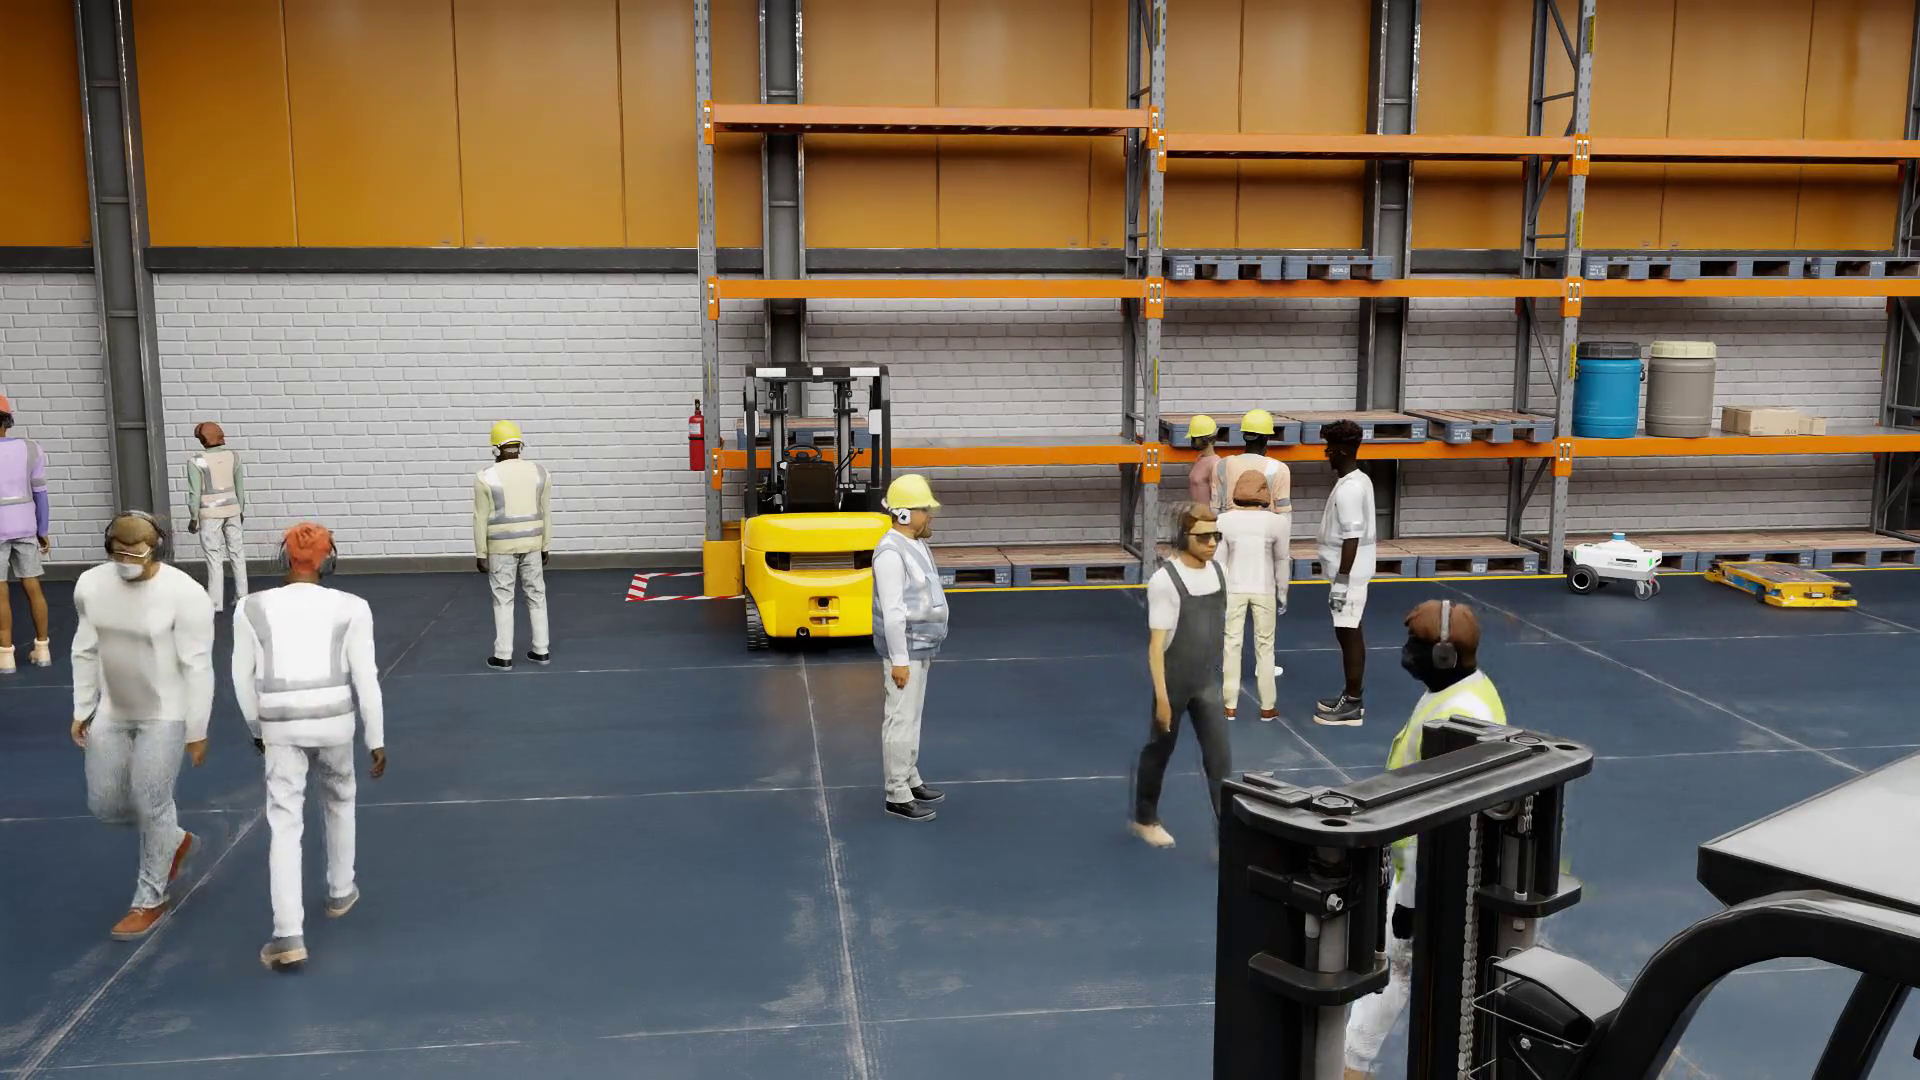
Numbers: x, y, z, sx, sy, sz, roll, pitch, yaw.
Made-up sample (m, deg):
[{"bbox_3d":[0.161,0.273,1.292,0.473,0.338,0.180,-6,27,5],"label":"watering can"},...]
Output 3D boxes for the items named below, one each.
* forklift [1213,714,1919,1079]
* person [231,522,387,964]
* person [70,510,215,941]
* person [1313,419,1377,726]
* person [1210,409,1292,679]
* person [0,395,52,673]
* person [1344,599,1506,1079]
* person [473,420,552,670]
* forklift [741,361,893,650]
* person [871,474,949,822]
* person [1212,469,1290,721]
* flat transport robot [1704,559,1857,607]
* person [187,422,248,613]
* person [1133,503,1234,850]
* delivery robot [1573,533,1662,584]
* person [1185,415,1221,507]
[{"bbox_3d":[1.441,1.425,2.350,1.214,2.155,2.313,-7,12,-39],"label":"forklift"},{"bbox_3d":[-2.804,0.846,7.165,0.602,1.832,0.921,-3,10,-19],"label":"person"},{"bbox_3d":[-3.541,0.779,7.289,0.717,1.899,0.555,2,9,11],"label":"person"},{"bbox_3d":[2.474,0.209,10.664,0.367,1.958,0.609,3,10,20],"label":"person"},{"bbox_3d":[2.086,0.028,11.903,0.594,1.924,0.382,5,10,29],"label":"person"},{"bbox_3d":[-6.942,-0.056,12.074,0.394,2.038,0.611,7,11,36],"label":"person"},{"bbox_3d":[1.477,1.094,5.594,0.848,1.811,0.654,2,9,15],"label":"person"},{"bbox_3d":[-3.275,0.037,12.183,0.591,1.823,0.404,-7,12,-39],"label":"person"},{"bbox_3d":[-1.154,-0.340,13.365,1.214,2.155,2.313,-1,9,-7],"label":"forklift"},{"bbox_3d":[-0.262,0.561,8.862,0.404,1.836,0.590,2,9,10],"label":"person"},{"bbox_3d":[1.869,0.358,10.753,0.502,1.631,0.285,2,9,13],"label":"person"},{"bbox_3d":[7.318,0.375,14.887,0.652,0.197,1.431,0,9,-2],"label":"flat transport robot"},{"bbox_3d":[-6.327,-0.193,14.179,0.310,1.639,0.514,6,11,32],"label":"person"},{"bbox_3d":[1.132,0.710,8.071,0.528,1.789,0.984,-6,11,-31],"label":"person"},{"bbox_3d":[5.906,0.178,14.940,0.707,0.478,0.477,7,11,36],"label":"delivery robot"},{"bbox_3d":[1.959,-0.124,13.377,0.327,1.761,0.522,-1,9,-9],"label":"person"}]
